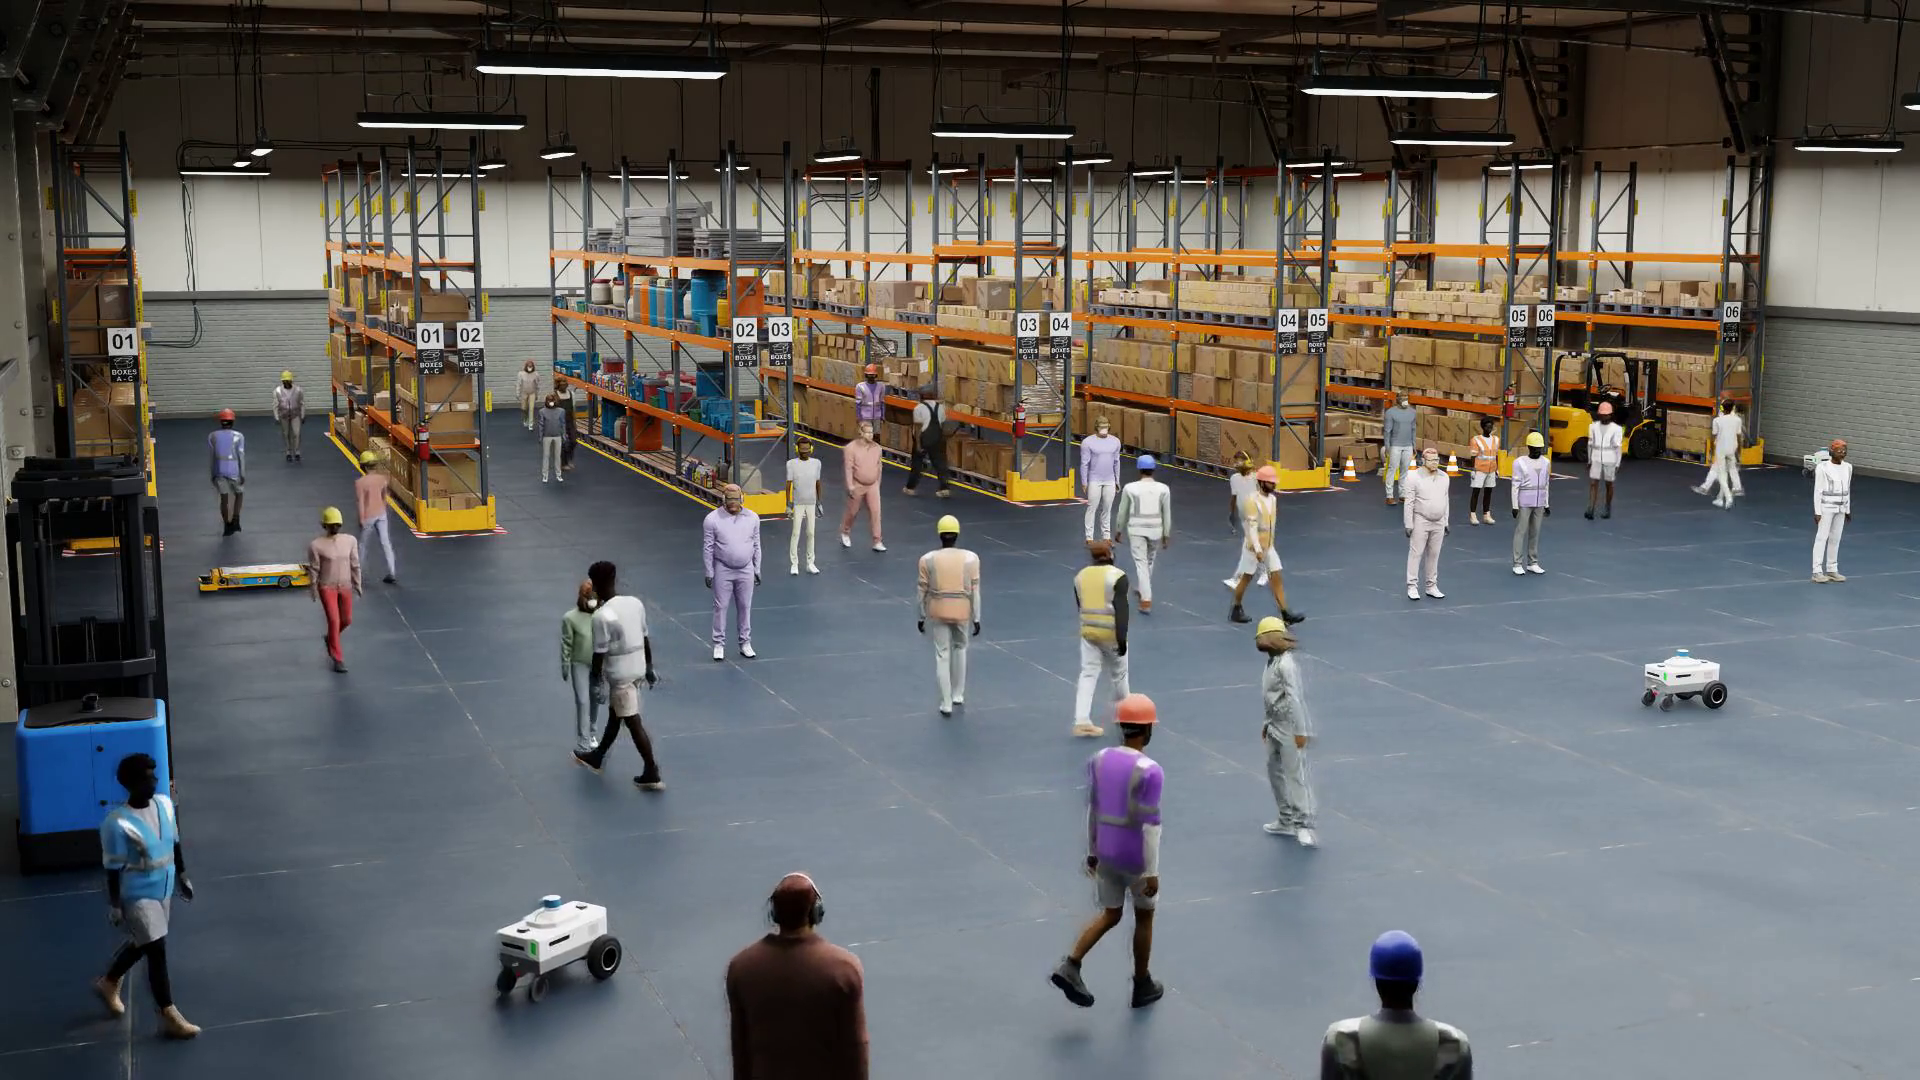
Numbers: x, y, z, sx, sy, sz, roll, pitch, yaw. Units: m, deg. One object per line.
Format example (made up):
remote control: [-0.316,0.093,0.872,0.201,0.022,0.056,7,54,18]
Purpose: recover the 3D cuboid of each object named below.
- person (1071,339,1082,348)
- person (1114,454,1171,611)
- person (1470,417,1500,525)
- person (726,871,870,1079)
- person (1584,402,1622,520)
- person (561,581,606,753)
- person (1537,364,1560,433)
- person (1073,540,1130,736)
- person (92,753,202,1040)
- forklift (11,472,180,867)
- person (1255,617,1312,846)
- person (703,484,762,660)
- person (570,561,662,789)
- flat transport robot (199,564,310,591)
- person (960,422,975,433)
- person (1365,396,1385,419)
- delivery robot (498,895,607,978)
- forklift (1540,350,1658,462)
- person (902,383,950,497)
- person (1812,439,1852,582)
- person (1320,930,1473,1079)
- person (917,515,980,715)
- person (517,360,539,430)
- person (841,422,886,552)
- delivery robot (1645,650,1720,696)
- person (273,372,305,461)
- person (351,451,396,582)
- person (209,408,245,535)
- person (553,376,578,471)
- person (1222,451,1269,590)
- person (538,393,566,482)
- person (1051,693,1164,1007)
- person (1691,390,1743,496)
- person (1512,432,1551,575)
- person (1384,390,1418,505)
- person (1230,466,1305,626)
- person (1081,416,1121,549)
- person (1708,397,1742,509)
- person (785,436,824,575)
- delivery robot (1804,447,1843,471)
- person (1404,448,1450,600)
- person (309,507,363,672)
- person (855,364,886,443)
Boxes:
person: [2.797,-3.866,50.577,0.619,1.947,0.982,-5,10,-31]
person: [2.248,-0.097,25.663,0.618,1.895,1.027,-2,9,-14]
person: [8.246,-1.090,32.905,0.540,1.698,0.317,-3,9,-21]
person: [-0.687,2.383,9.115,0.659,1.888,0.436,3,9,18]
person: [10.251,-1.253,33.366,0.566,1.882,0.985,5,10,30]
person: [-3.256,1.128,18.515,0.506,1.571,0.852,-4,9,-22]
person: [12.623,-2.914,44.855,0.533,1.765,0.324,-3,9,-21]
person: [1.363,0.897,19.415,0.688,1.774,0.941,7,11,39]
person: [-4.797,2.035,12.192,0.799,1.669,0.534,3,9,16]
forklift: [-6.630,0.886,15.957,1.129,2.768,1.873,-3,9,-21]
person: [2.476,1.455,15.949,0.388,1.697,0.673,-2,9,-11]
person: [-2.452,0.340,22.694,0.651,1.904,0.403,-3,9,-21]
person: [-2.903,1.112,17.553,1.020,1.895,0.672,4,9,24]
flat transport robot: [-9.181,0.476,27.349,1.431,0.197,0.652,-3,9,-21]
person: [0.192,-3.371,47.718,0.608,1.816,0.584,-2,9,-10]
person: [9.382,-3.356,47.183,0.644,1.947,0.537,5,10,31]
delivery robot: [-2.521,2.445,12.969,0.477,0.478,0.707,5,10,32]
forklift: [12.897,-2.725,42.309,2.313,2.155,1.214,-3,9,-21]
person: [-0.550,-1.755,36.348,0.682,2.000,1.036,-7,11,-38]
person: [11.508,-0.388,27.615,0.584,1.881,0.337,-3,9,-21]
person: [1.705,2.514,8.249,0.619,1.904,0.956,1,9,5]
person: [-0.115,0.704,20.252,0.606,1.898,0.789,0,9,-3]
person: [-9.940,-3.352,48.256,0.513,1.610,0.579,-2,9,-10]
person: [-1.427,-0.795,30.399,0.647,1.869,0.942,-5,10,-28]
delivery robot: [7.063,1.317,20.489,0.707,0.478,0.477,-3,9,-21]
person: [-13.340,-2.450,41.673,0.596,1.789,0.880,-3,9,-17]
person: [-7.779,-0.311,27.663,0.919,1.716,0.548,7,11,39]
person: [-11.134,-1.039,31.871,0.540,1.920,0.426,-1,9,-4]
person: [-7.556,-2.228,40.067,0.534,1.825,0.412,-5,10,-32]
person: [3.730,-0.265,27.125,0.517,1.793,1.052,8,12,43]
person: [-7.472,-1.876,38.365,0.507,1.631,0.266,-3,9,-21]
person: [0.918,1.877,12.477,0.748,1.902,0.591,-8,12,-43]
person: [13.180,-1.677,36.331,0.959,1.837,0.598,1,9,8]
person: [7.702,-0.496,28.194,0.594,1.924,0.382,-3,9,-21]
person: [7.417,-1.562,35.259,0.635,1.937,0.352,-3,9,-21]
person: [3.578,0.072,24.555,0.555,1.883,1.000,-7,11,-41]
person: [2.050,-0.843,30.472,0.635,1.936,0.351,-3,9,-21]
person: [12.745,-1.448,34.839,0.523,1.846,0.845,0,9,-2]
person: [-2.096,-0.471,28.234,0.533,1.864,0.310,-3,9,-21]
delivery robot: [16.167,-1.491,39.209,0.707,0.478,0.477,-3,9,-21]
person: [5.893,-0.207,26.334,0.651,1.906,0.403,-3,9,-21]
person: [-6.666,0.489,22.241,0.524,1.741,0.706,-7,11,-41]
person: [-1.707,-2.377,40.351,0.614,2.039,0.389,-3,9,-21]
